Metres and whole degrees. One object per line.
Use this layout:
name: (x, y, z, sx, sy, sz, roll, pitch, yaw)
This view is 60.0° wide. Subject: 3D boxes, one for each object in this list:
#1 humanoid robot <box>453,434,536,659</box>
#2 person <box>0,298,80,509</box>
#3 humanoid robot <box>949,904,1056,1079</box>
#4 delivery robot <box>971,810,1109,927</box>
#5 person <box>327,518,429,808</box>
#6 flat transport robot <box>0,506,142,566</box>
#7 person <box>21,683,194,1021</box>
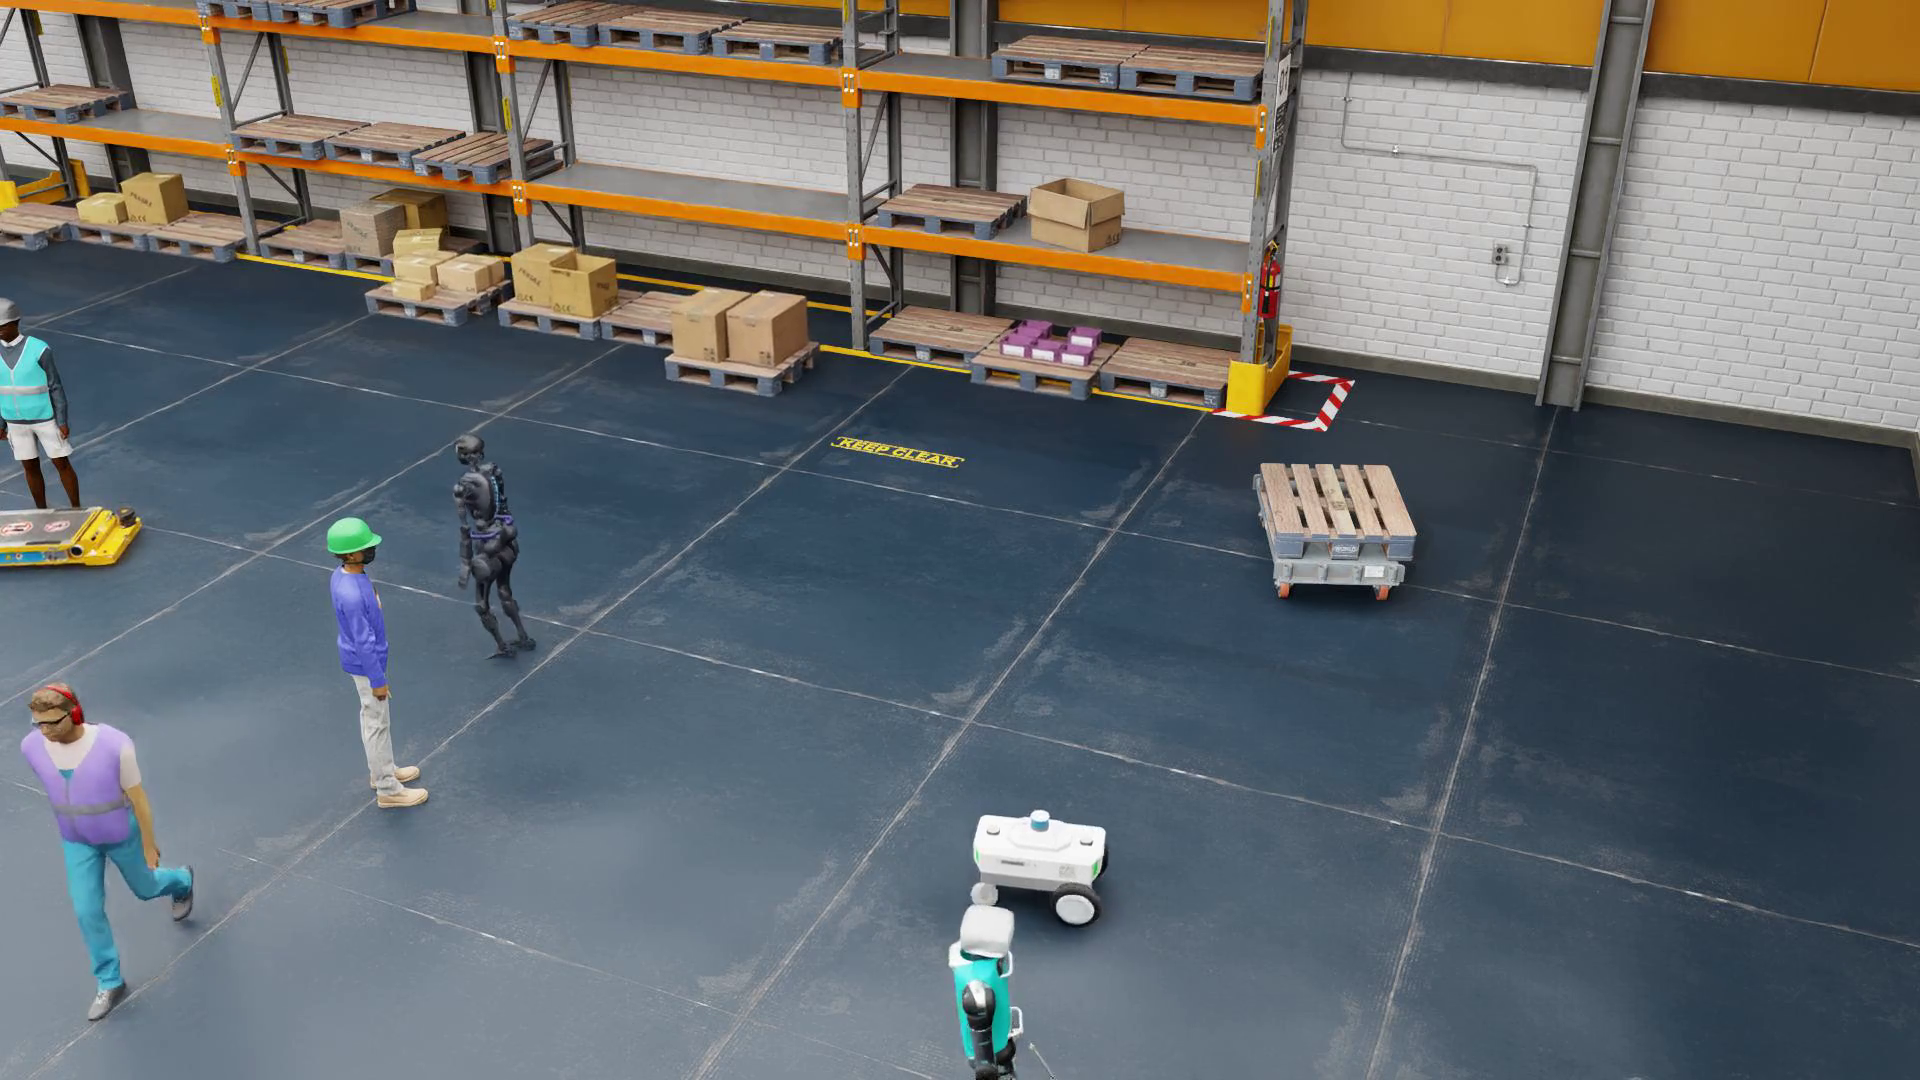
humanoid robot: (-3.170, 0.050, 11.322, 0.381, 1.649, 0.609, 7, 28, 14)
person: (-7.243, -0.971, 12.993, 0.553, 1.940, 0.418, -4, 28, -7)
humanoid robot: (0.356, 2.284, 6.951, 0.801, 1.804, 0.531, 0, 27, 0)
delivery robot: (0.450, 1.761, 9.190, 0.768, 0.581, 0.499, 5, 28, 9)
person: (-3.462, 0.718, 9.793, 0.341, 1.874, 0.458, -12, 30, -21)
flat transport robot: (-7.222, 0.000, 12.932, 1.431, 0.231, 0.659, -3, 27, -5)
person: (-4.324, 1.447, 8.446, 0.573, 1.803, 0.872, 0, 27, 0)
